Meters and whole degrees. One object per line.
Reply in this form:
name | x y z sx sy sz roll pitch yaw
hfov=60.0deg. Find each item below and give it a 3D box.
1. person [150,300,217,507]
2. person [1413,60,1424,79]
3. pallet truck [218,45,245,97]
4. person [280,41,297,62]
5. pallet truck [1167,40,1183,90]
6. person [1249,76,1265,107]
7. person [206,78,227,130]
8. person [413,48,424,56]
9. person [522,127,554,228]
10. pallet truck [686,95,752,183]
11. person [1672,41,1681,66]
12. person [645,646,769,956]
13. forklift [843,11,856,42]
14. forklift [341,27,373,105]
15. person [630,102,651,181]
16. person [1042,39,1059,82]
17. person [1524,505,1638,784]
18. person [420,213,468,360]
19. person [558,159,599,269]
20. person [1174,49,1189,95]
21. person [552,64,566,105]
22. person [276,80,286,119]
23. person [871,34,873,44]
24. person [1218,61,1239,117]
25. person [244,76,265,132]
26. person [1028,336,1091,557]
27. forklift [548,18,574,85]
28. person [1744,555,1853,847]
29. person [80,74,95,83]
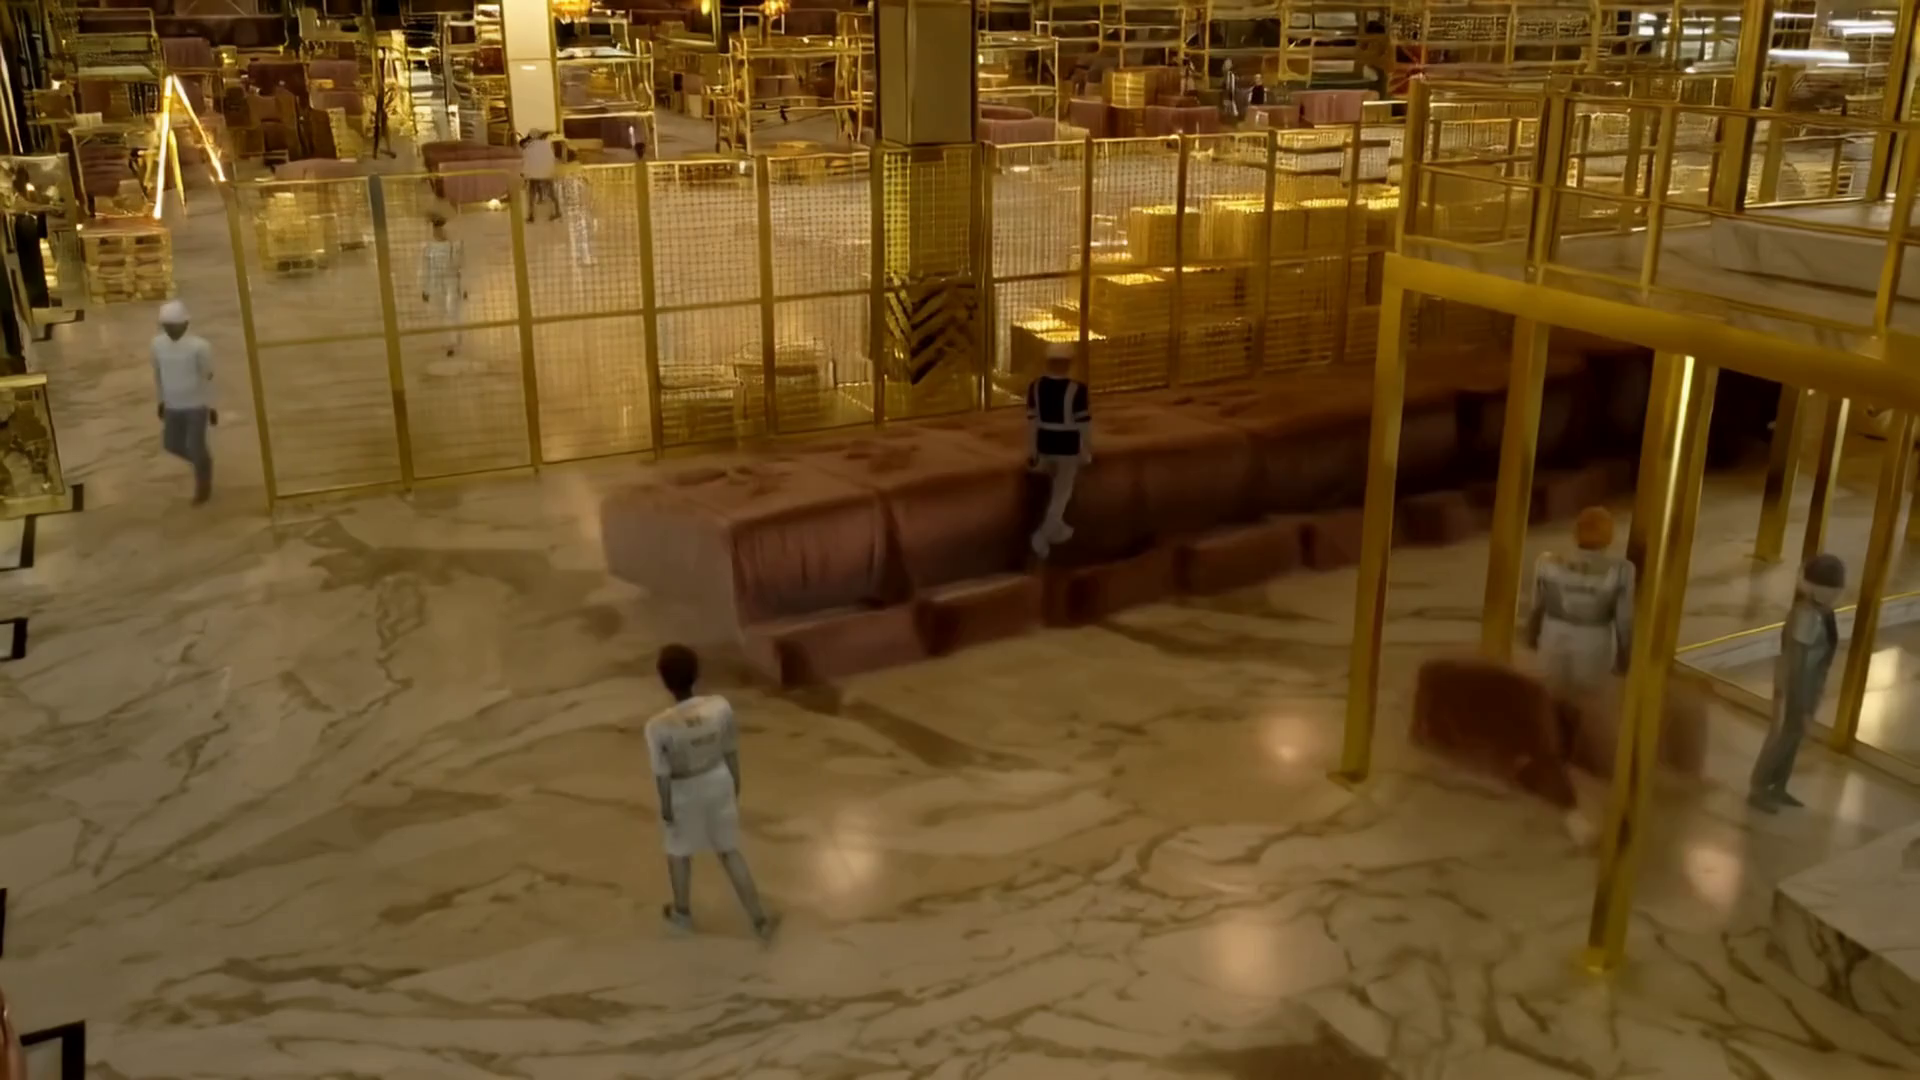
person | -7.351 -1.312 15.830 0.645 1.976 0.494 3 19 9
person | 15.504 -15.321 56.529 0.399 1.921 0.554 1 19 3
pallet truck | -28.879 -18.665 66.111 0.823 1.965 1.885 -3 19 -9
person | -28.542 -20.237 70.761 0.627 1.936 0.370 -9 21 -24
pallet truck | 9.045 -19.971 69.895 0.823 1.965 1.885 -3 19 -8
person | 9.297 -13.656 52.069 0.540 1.683 0.493 -2 19 -5
person | -23.467 -13.921 52.529 0.572 1.883 0.353 -7 20 -19
person | -25.794 -23.147 79.194 0.551 1.934 0.373 -2 19 -4
person | -8.364 -7.194 32.952 0.610 1.943 1.016 2 19 5
pallet truck | -5.836 -9.608 39.856 0.823 1.965 1.885 10 22 27
person | 33.975 -23.063 78.999 0.403 1.904 0.652 -7 20 -21
person | -1.291 1.369 8.566 0.540 1.656 0.729 -16 24 -38
forklift | -5.534 -25.074 83.355 1.873 2.768 1.129 -9 21 -25
forklift | -22.275 -17.346 60.954 1.873 2.768 1.129 -9 21 -25
person | -7.642 -9.538 39.861 0.405 1.856 0.556 15 24 37
person | 4.024 -21.410 74.296 0.638 1.851 1.054 -11 22 -28
person | 3.831 0.658 10.352 0.651 1.824 0.471 9 21 24
person | -6.784 -3.385 21.967 0.592 1.903 0.779 0 19 1
person | -6.477 -5.538 28.294 0.624 1.844 0.430 5 20 14
person | 8.607 -18.093 64.579 0.600 1.926 1.009 -1 19 -2
person | -14.635 -16.651 60.376 0.653 1.926 0.432 -18 26 -42
person | -20.148 -12.853 49.693 0.753 1.718 0.490 8 21 22
person | -4.305 -25.474 86.001 0.968 1.888 0.621 -5 20 -14
person | 9.111 -15.386 56.810 1.017 1.864 0.598 1 19 4
person | -21.219 -13.030 50.032 0.714 1.824 0.519 12 22 30
person | 0.827 -0.818 14.515 0.551 1.911 0.826 12 23 32
forklift | -17.786 -21.034 71.642 1.873 2.768 1.129 -12 22 -31
person | 4.912 0.916 9.699 0.533 1.767 0.325 -17 25 -40
person | -30.995 -16.065 59.171 0.527 1.592 0.849 -12 22 -31
